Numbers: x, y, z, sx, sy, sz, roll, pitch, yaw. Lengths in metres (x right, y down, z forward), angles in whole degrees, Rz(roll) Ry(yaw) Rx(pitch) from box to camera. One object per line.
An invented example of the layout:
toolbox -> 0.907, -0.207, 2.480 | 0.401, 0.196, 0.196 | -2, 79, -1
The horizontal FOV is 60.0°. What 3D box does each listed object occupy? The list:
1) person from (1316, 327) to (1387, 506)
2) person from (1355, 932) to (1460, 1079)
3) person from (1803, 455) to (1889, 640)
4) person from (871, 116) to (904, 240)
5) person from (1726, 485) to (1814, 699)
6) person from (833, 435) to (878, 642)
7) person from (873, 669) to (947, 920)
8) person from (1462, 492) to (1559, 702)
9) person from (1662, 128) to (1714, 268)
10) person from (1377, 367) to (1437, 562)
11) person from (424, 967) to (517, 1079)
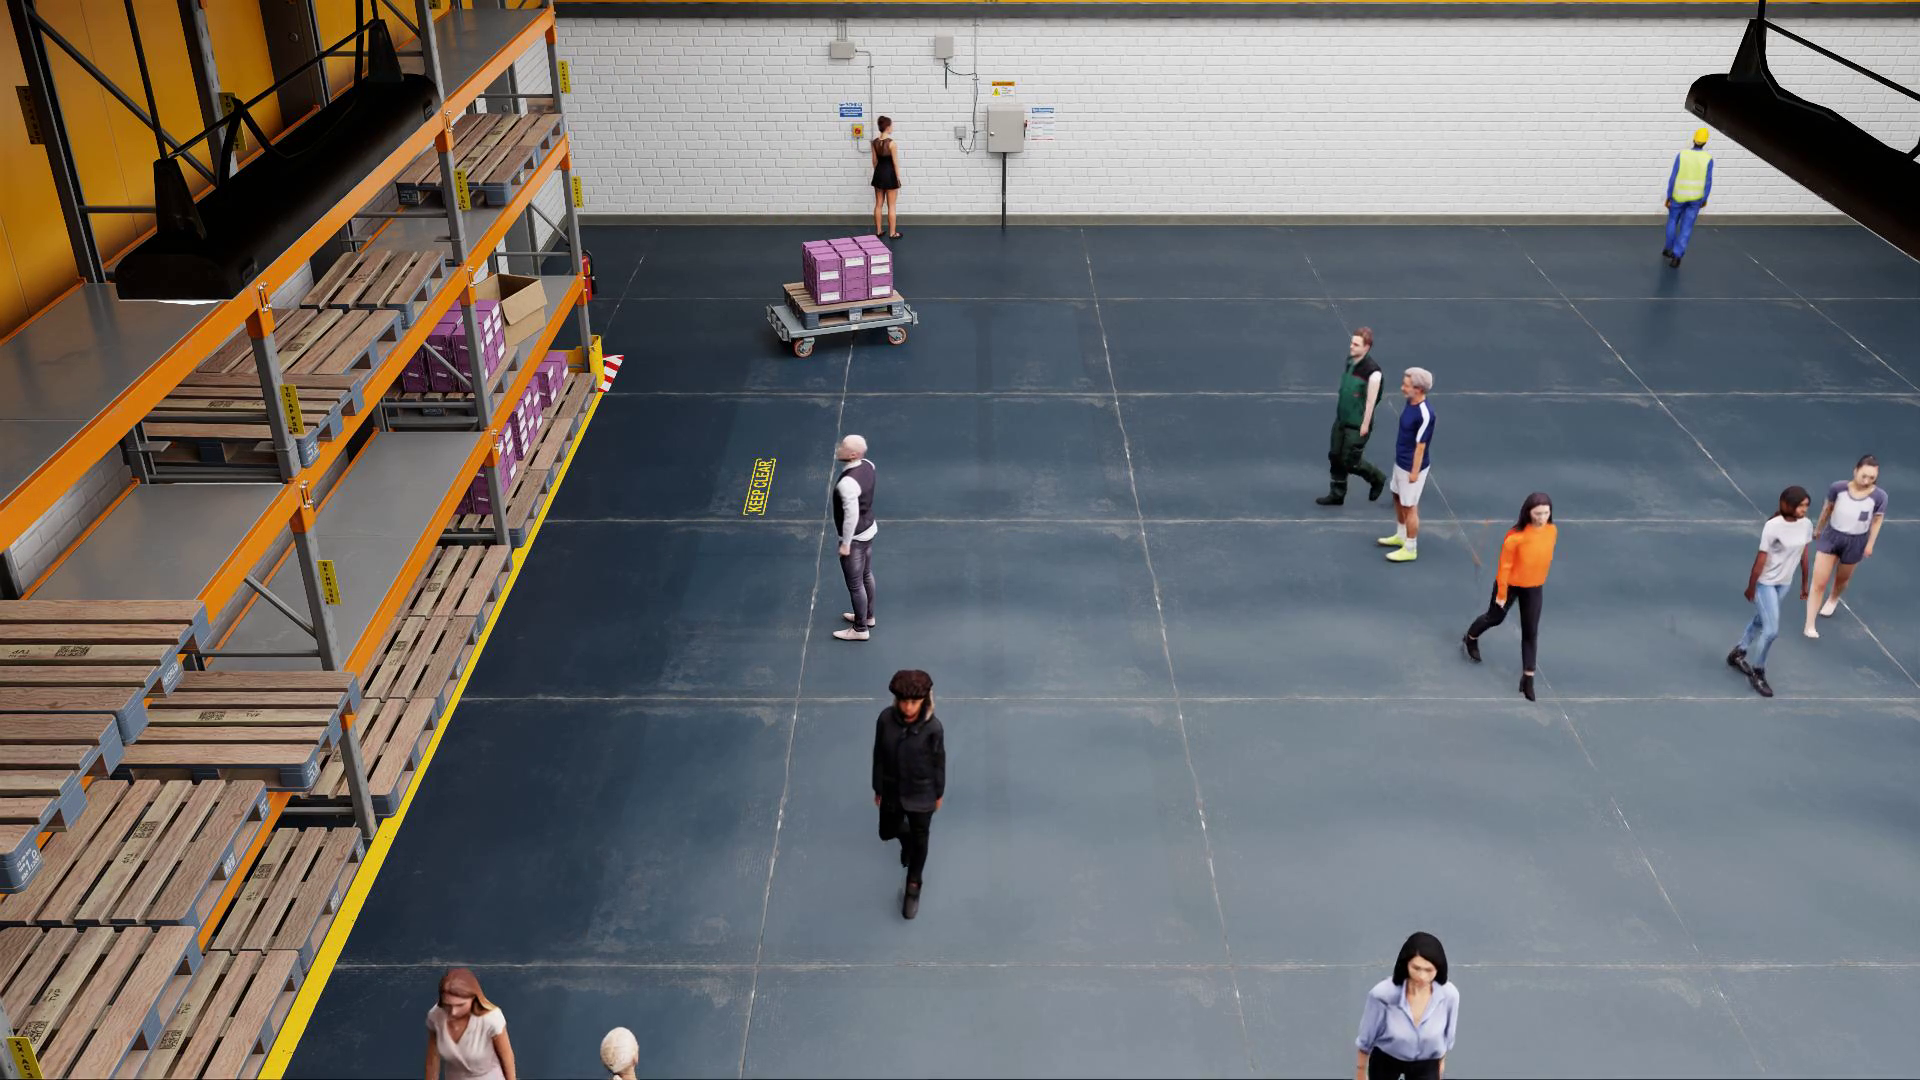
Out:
person -> 3.768, -1.132, 15.607 | 0.886, 1.825, 0.938 | -9, 30, -16
person -> 2.312, 2.691, 8.727 | 0.769, 1.703, 1.129 | 3, 29, 6
person -> 7.305, -0.001, 13.760 | 0.939, 1.609, 1.132 | 18, 33, 30
person -> -1.022, -4.970, 22.791 | 0.674, 1.683, 0.708 | 16, 33, 28
person -> 6.329, 0.315, 13.082 | 0.768, 1.704, 0.909 | -12, 31, -21
person -> -0.852, -0.029, 13.588 | 0.805, 1.822, 0.626 | 7, 29, 13
person -> -0.329, 1.559, 10.735 | 0.736, 1.767, 0.960 | 5, 29, 10
person -> 4.312, 0.345, 13.028 | 0.849, 1.702, 1.212 | -10, 30, -17
person -> 9.489, -4.455, 21.728 | 0.843, 1.798, 0.923 | 11, 31, 20
person -> 4.019, -0.691, 14.797 | 0.702, 1.827, 0.513 | -1, 29, -3
person -> -2.442, 2.777, 8.611 | 0.744, 1.662, 0.966 | 9, 30, 17
